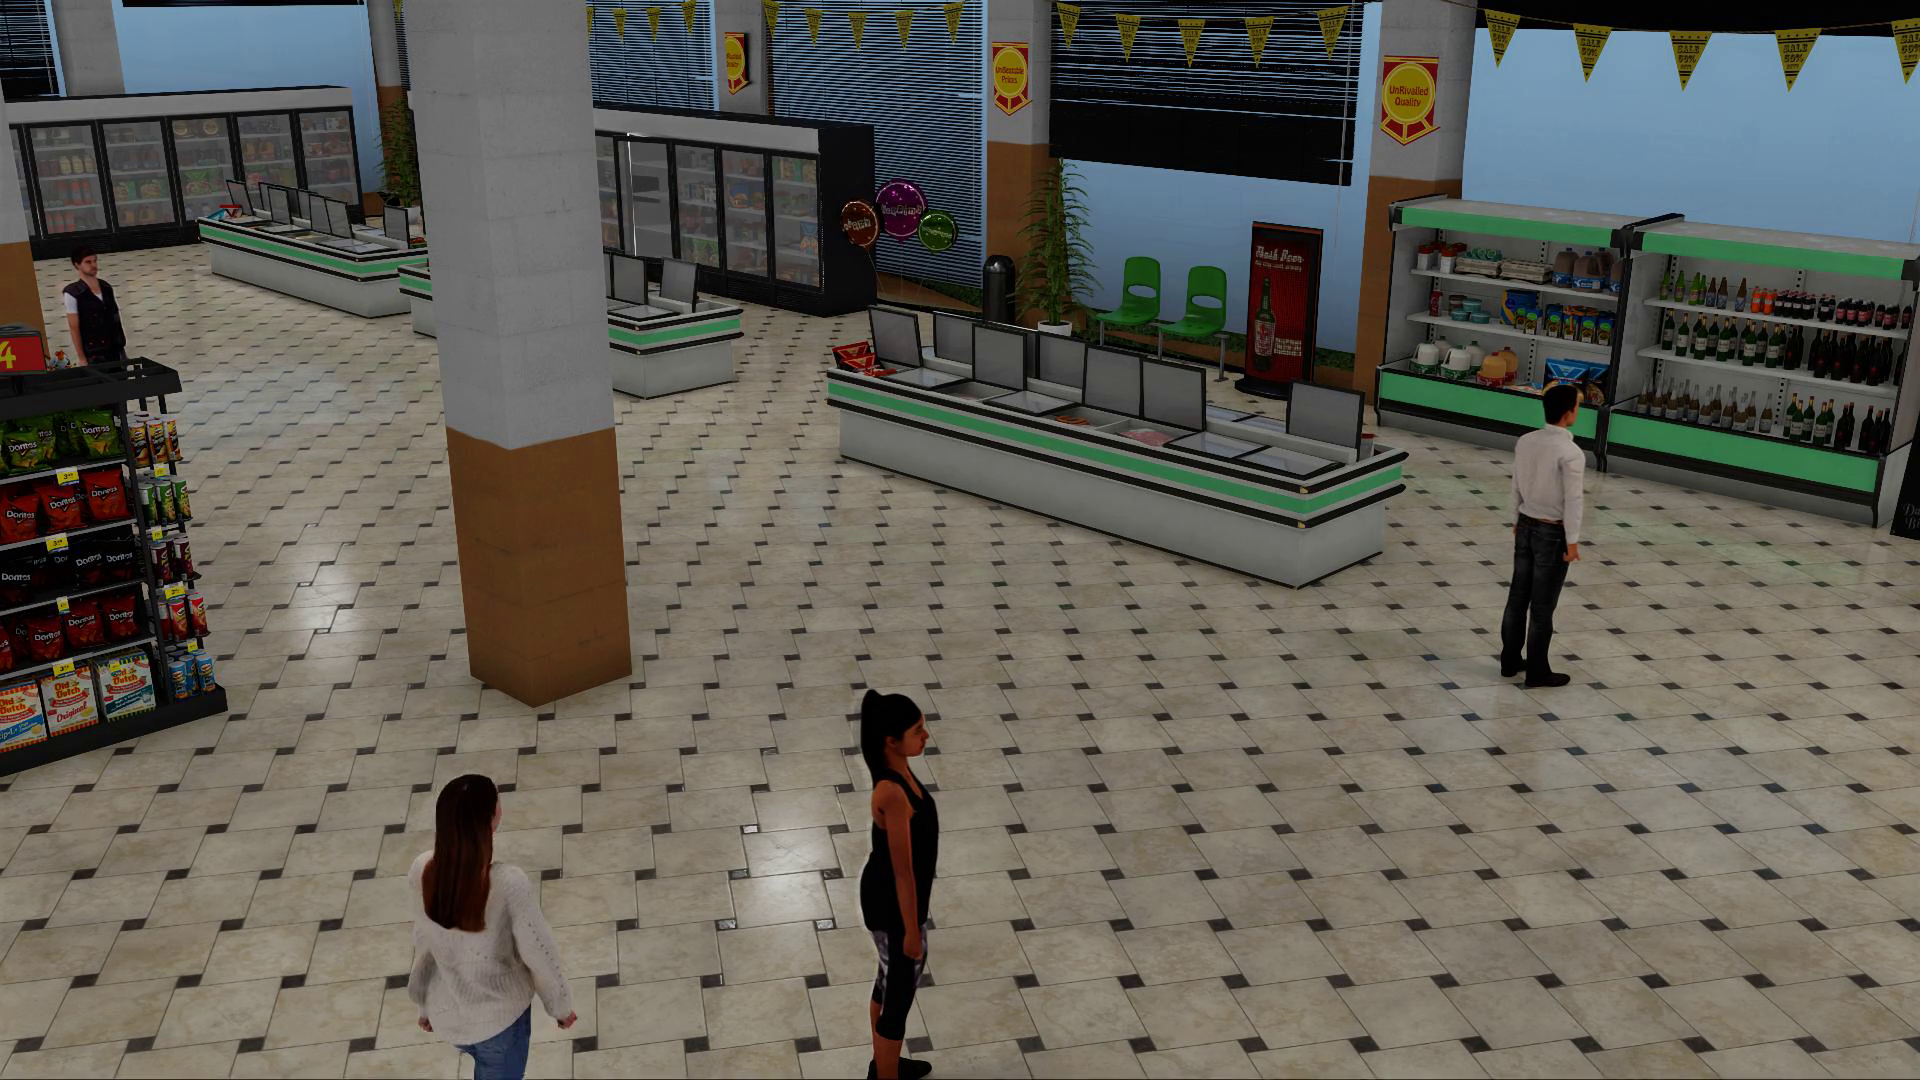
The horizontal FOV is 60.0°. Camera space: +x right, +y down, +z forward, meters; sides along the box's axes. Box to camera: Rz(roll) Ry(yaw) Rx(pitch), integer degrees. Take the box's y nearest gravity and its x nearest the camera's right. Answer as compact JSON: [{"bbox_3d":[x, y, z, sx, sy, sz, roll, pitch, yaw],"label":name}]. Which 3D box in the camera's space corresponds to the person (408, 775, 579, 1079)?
[{"bbox_3d":[-1.552,1.570,5.272,0.925,1.670,0.888,8,20,23],"label":"person"}]

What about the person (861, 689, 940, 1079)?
[{"bbox_3d":[-0.232,1.311,6.053,0.720,1.663,0.635,-2,19,-6],"label":"person"}]

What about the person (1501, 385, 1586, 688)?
[{"bbox_3d":[3.428,-0.030,9.798,0.783,1.811,0.619,-8,20,-23],"label":"person"}]

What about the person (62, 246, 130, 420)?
[{"bbox_3d":[-7.505,-1.636,14.502,0.717,1.848,0.734,7,20,19],"label":"person"}]
